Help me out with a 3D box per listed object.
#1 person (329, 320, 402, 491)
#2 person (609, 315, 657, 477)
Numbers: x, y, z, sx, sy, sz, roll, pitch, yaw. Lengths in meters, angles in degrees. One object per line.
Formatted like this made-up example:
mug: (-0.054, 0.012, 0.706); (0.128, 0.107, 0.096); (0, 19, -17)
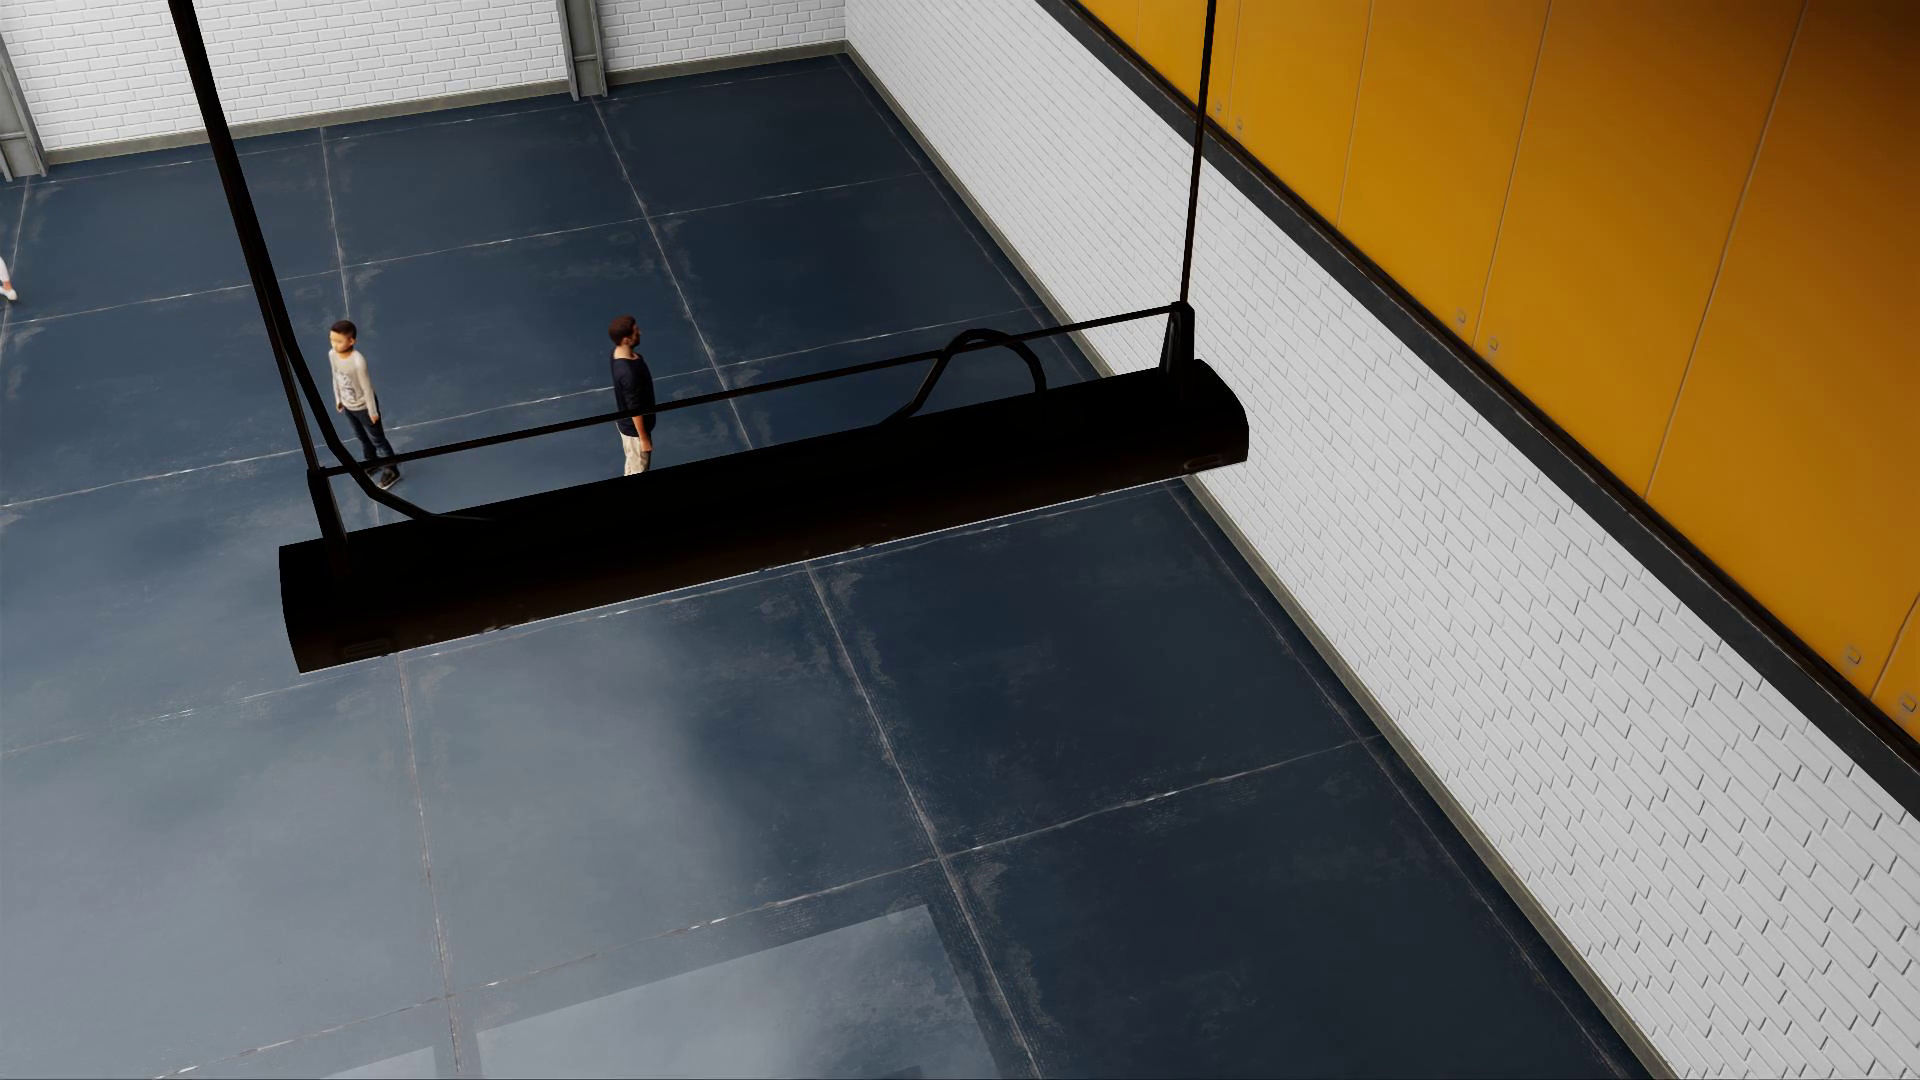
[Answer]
person: (-4.699, -1.076, 13.033); (0.618, 1.460, 0.657); (22, 44, 25)
person: (-2.437, -0.858, 12.446); (0.546, 1.851, 0.635); (-12, 40, -14)
